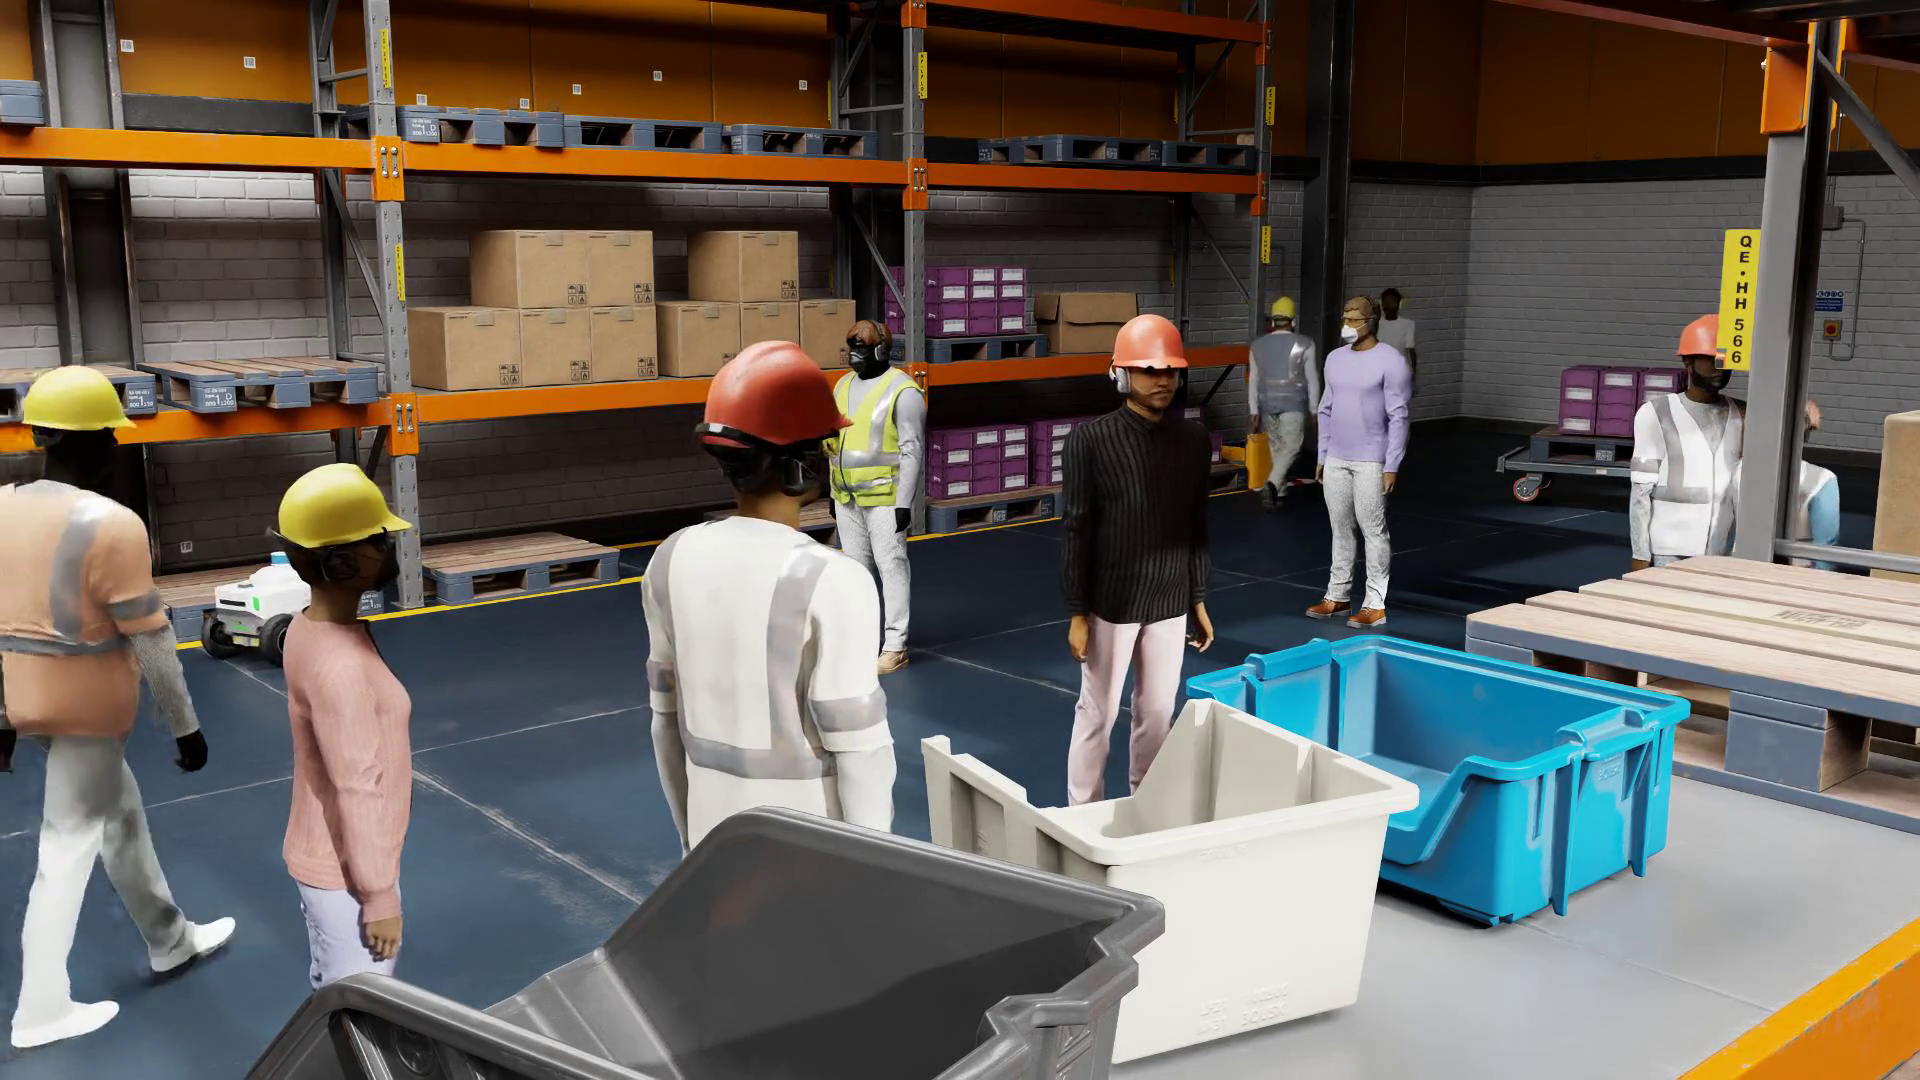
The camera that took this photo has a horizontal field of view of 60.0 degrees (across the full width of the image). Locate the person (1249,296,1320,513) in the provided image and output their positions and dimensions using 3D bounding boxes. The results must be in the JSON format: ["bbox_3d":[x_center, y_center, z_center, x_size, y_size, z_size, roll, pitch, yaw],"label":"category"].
[{"bbox_3d":[2.686,-1.134,13.915,0.592,1.804,0.808,8,13,37],"label":"person"}]

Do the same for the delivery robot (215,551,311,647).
[{"bbox_3d":[-3.690,0.306,9.076,0.477,0.478,0.707,4,11,23],"label":"delivery robot"}]

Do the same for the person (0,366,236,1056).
[{"bbox_3d":[-2.414,0.448,4.786,0.607,1.884,0.907,5,11,27],"label":"person"}]

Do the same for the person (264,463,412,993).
[{"bbox_3d":[-1.318,0.714,3.652,0.303,1.772,0.522,-5,11,-28],"label":"person"}]

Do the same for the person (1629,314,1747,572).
[{"bbox_3d":[3.113,0.017,7.071,0.542,1.943,0.348,-1,10,-6],"label":"person"}]

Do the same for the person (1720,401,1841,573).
[{"bbox_3d":[3.327,0.213,6.876,0.688,1.614,0.526,-6,12,-30],"label":"person"}]

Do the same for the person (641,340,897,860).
[{"bbox_3d":[-0.357,0.627,3.359,0.607,2.048,0.370,8,13,37],"label":"person"}]

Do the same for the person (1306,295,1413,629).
[{"bbox_3d":[2.331,-0.459,9.746,0.363,1.939,0.636,-7,12,-34],"label":"person"}]

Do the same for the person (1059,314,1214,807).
[{"bbox_3d":[0.627,0.218,5.793,0.612,1.996,0.388,-5,11,-27],"label":"person"}]

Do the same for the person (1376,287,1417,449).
[{"bbox_3d":[4.374,-1.644,16.764,0.527,1.817,0.992,5,11,27],"label":"person"}]

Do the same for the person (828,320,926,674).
[{"bbox_3d":[-0.471,-0.227,8.721,0.626,1.844,0.429,9,14,41],"label":"person"}]
